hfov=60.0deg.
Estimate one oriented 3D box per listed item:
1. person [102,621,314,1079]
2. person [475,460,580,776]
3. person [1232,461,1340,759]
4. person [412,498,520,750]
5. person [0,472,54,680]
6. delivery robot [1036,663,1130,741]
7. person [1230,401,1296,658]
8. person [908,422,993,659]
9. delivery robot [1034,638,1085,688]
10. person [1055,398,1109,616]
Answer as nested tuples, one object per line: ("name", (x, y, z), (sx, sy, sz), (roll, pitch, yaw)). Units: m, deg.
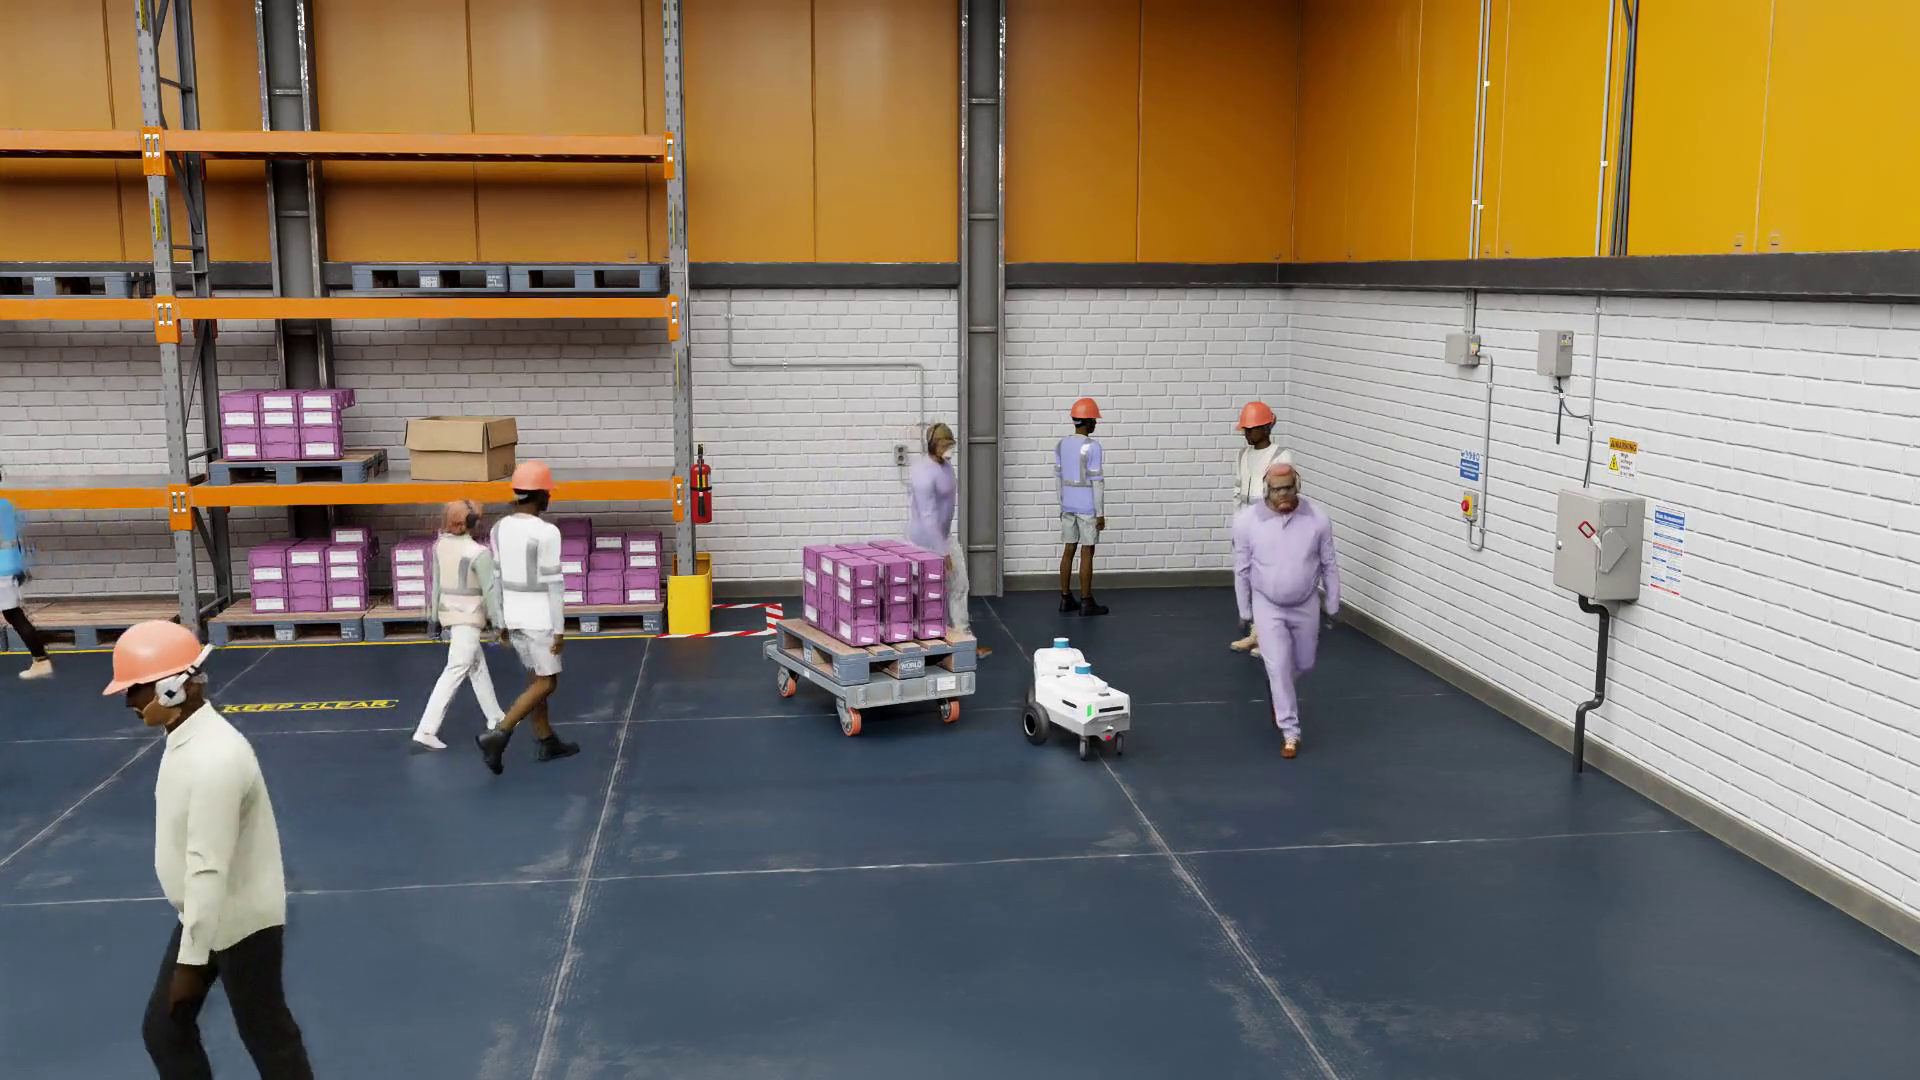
("person", (-2.401, 1.218, 5.251), (0.705, 1.952, 0.661), (-7, 11, -37))
("person", (-2.643, 0.477, 10.063), (0.552, 1.916, 0.789), (6, 11, 34))
("person", (2.075, 0.401, 10.687), (0.676, 1.869, 0.822), (0, 9, 2))
("person", (-3.215, 0.537, 10.708), (0.531, 1.603, 0.871), (7, 11, 37))
("person", (-7.188, 0.239, 12.338), (0.865, 1.646, 0.549), (-1, 9, -6))
("delivery robot", (0.777, 1.024, 10.559), (0.477, 0.478, 0.707), (-4, 10, -27))
("person", (2.370, -0.088, 13.213), (0.403, 2.030, 0.616), (-6, 11, -32))
("person", (-0.107, 0.041, 12.806), (0.833, 1.896, 0.657), (3, 10, 18))
("delivery robot", (0.685, 0.908, 11.285), (0.477, 0.478, 0.707), (0, 9, 0))
("person", (1.092, -0.287, 14.792), (0.390, 1.937, 0.553), (-7, 12, -39))
